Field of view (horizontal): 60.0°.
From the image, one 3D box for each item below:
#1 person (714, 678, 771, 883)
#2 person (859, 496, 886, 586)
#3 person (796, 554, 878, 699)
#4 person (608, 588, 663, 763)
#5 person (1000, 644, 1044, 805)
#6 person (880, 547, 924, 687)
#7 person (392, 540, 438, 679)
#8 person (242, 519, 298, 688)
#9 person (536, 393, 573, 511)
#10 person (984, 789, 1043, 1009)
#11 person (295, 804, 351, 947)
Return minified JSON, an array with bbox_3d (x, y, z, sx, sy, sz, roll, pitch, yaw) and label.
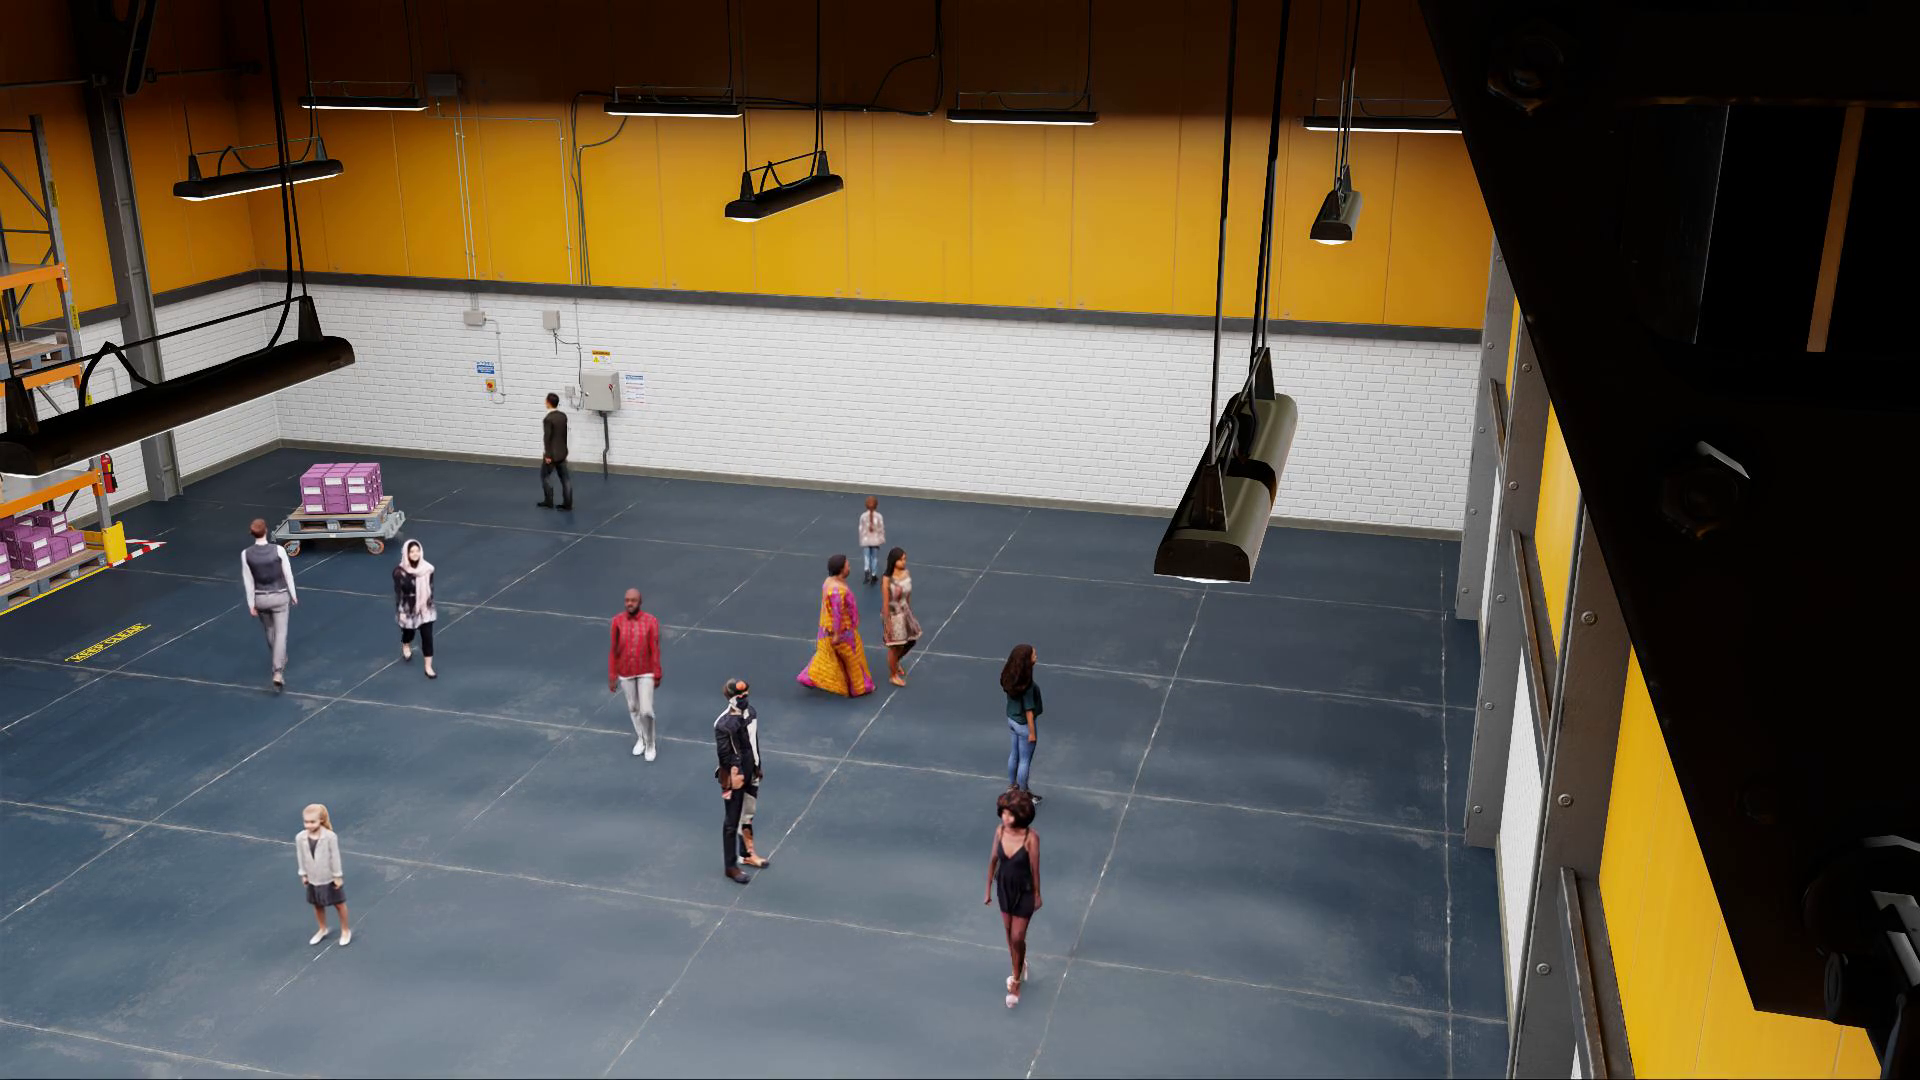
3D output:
[{"bbox_3d":[-1.954,2.085,14.708,0.782,1.892,0.600,9,21,26],"label":"person"},{"bbox_3d":[-1.176,0.021,21.942,0.501,1.186,0.505,2,19,7],"label":"person"},{"bbox_3d":[-1.422,0.940,18.443,1.082,1.678,1.131,-5,19,-16],"label":"person"},{"bbox_3d":[-3.309,1.324,17.103,0.712,1.805,0.749,2,19,6],"label":"person"},{"bbox_3d":[0.600,1.767,16.083,0.778,1.617,0.712,-9,21,-25],"label":"person"},{"bbox_3d":[-0.778,0.848,18.785,0.767,1.632,0.847,-18,25,-42],"label":"person"},{"bbox_3d":[-6.275,0.760,19.072,1.035,1.616,1.067,-12,22,-32],"label":"person"},{"bbox_3d":[-7.768,0.711,18.749,0.976,1.915,1.305,-2,19,-7],"label":"person"},{"bbox_3d":[-5.993,-1.303,24.926,0.880,1.790,0.837,9,21,26],"label":"person"},{"bbox_3d":[0.481,2.729,12.982,0.684,1.773,0.781,11,22,30],"label":"person"},{"bbox_3d":[-5.255,2.748,13.710,0.556,1.272,0.572,1,19,3],"label":"person"}]
